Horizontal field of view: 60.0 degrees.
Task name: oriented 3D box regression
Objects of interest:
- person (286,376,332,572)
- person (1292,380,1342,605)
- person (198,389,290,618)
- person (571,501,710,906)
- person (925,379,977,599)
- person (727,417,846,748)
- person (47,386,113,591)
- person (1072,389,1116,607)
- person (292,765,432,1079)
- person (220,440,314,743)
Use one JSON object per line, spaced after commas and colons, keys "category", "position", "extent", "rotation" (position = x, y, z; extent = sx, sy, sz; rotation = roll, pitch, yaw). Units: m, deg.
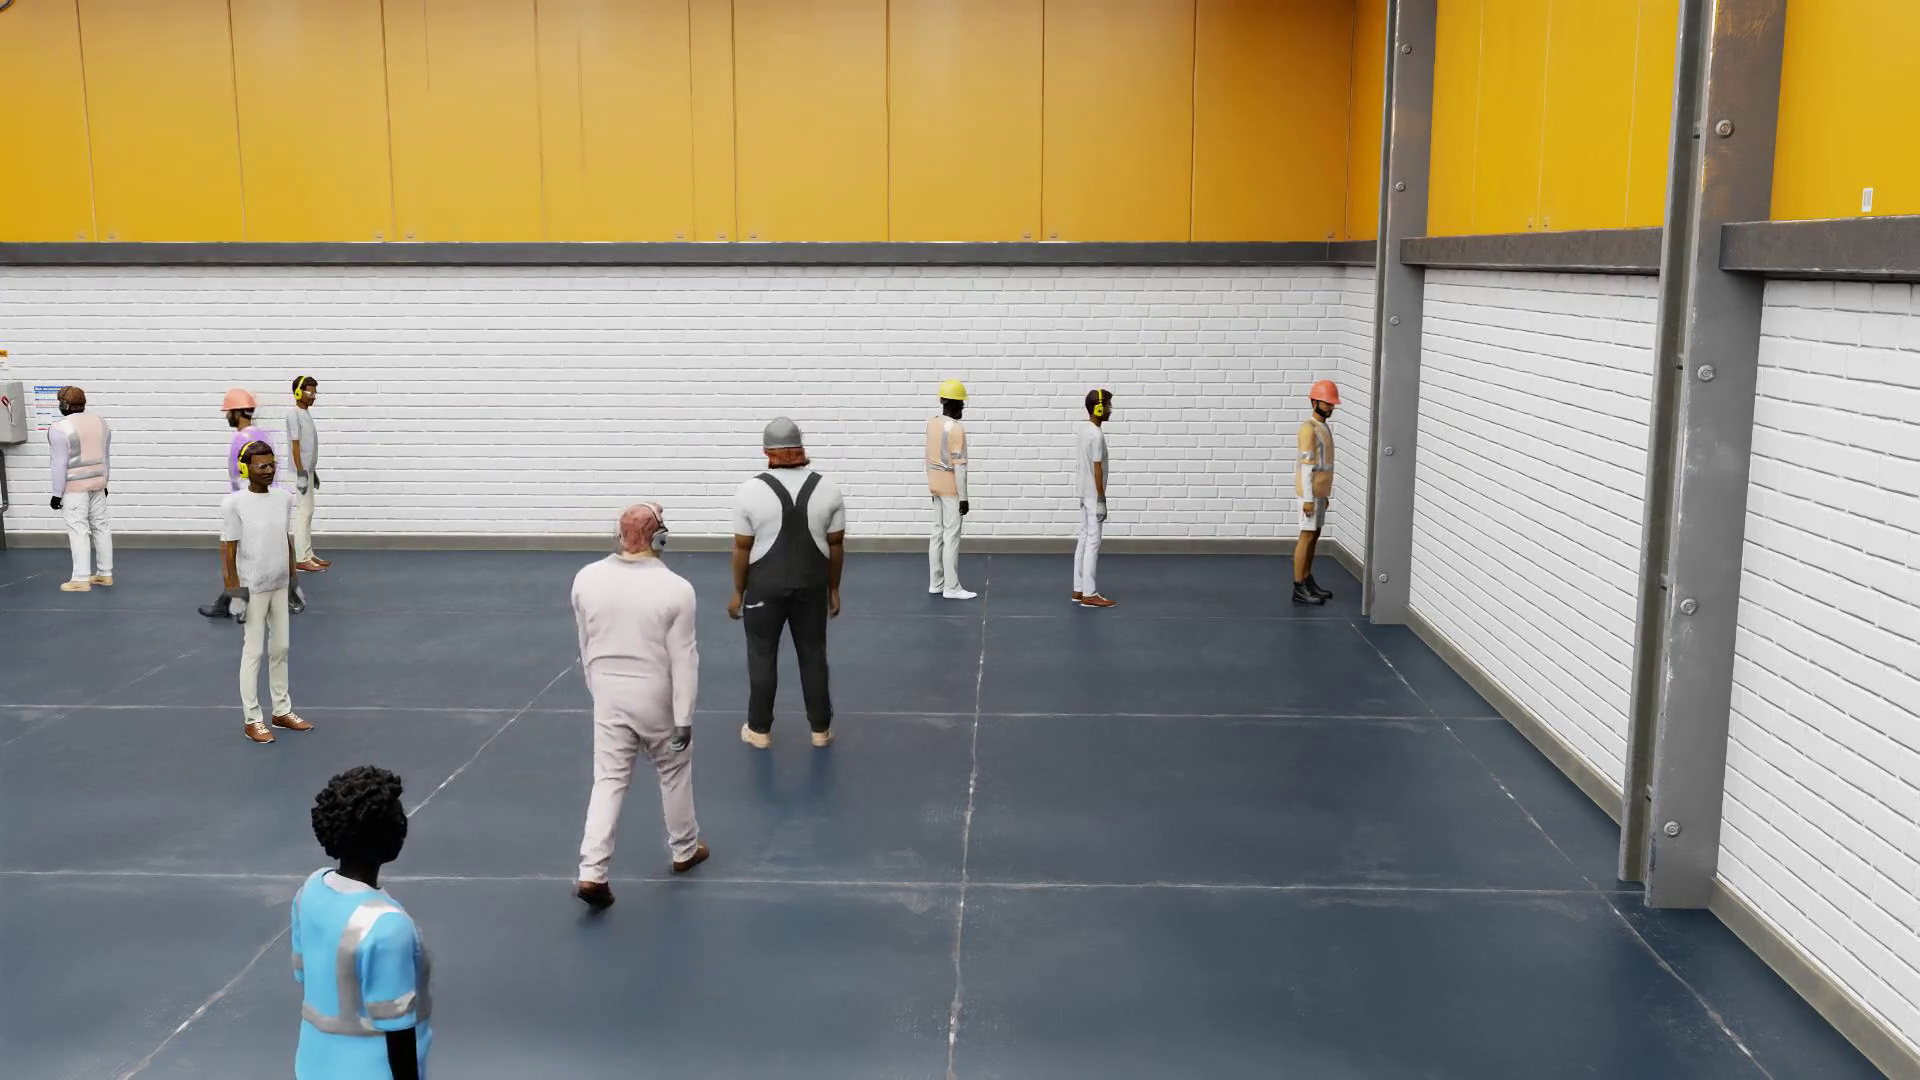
{"category": "person", "position": [-6.230, -0.634, 15.874], "extent": [0.328, 1.865, 0.521], "rotation": [-2, 10, -10]}
{"category": "person", "position": [3.099, -0.417, 14.394], "extent": [0.375, 1.932, 0.549], "rotation": [5, 11, 27]}
{"category": "person", "position": [-5.987, -0.293, 13.749], "extent": [0.831, 1.901, 0.565], "rotation": [0, 10, 1]}
{"category": "person", "position": [-1.513, 0.747, 7.783], "extent": [0.641, 1.869, 0.935], "rotation": [2, 10, 13]}
{"category": "person", "position": [-0.082, -0.444, 14.572], "extent": [0.374, 1.924, 0.594], "rotation": [-5, 11, -28]}
{"category": "person", "position": [-1.070, 0.254, 10.153], "extent": [0.729, 2.000, 0.535], "rotation": [-4, 10, -21]}
{"category": "person", "position": [-7.903, -0.461, 14.921], "extent": [0.429, 1.845, 0.621], "rotation": [3, 10, 17]}
{"category": "person", "position": [1.148, -0.362, 14.274], "extent": [0.310, 1.864, 0.534], "rotation": [-2, 10, -13]}
{"category": "person", "position": [-1.543, 1.418, 4.343], "extent": [0.321, 1.696, 0.537], "rotation": [-9, 13, -43]}
{"category": "person", "position": [-4.304, 0.309, 10.333], "extent": [0.325, 1.871, 0.524], "rotation": [5, 11, 26]}
